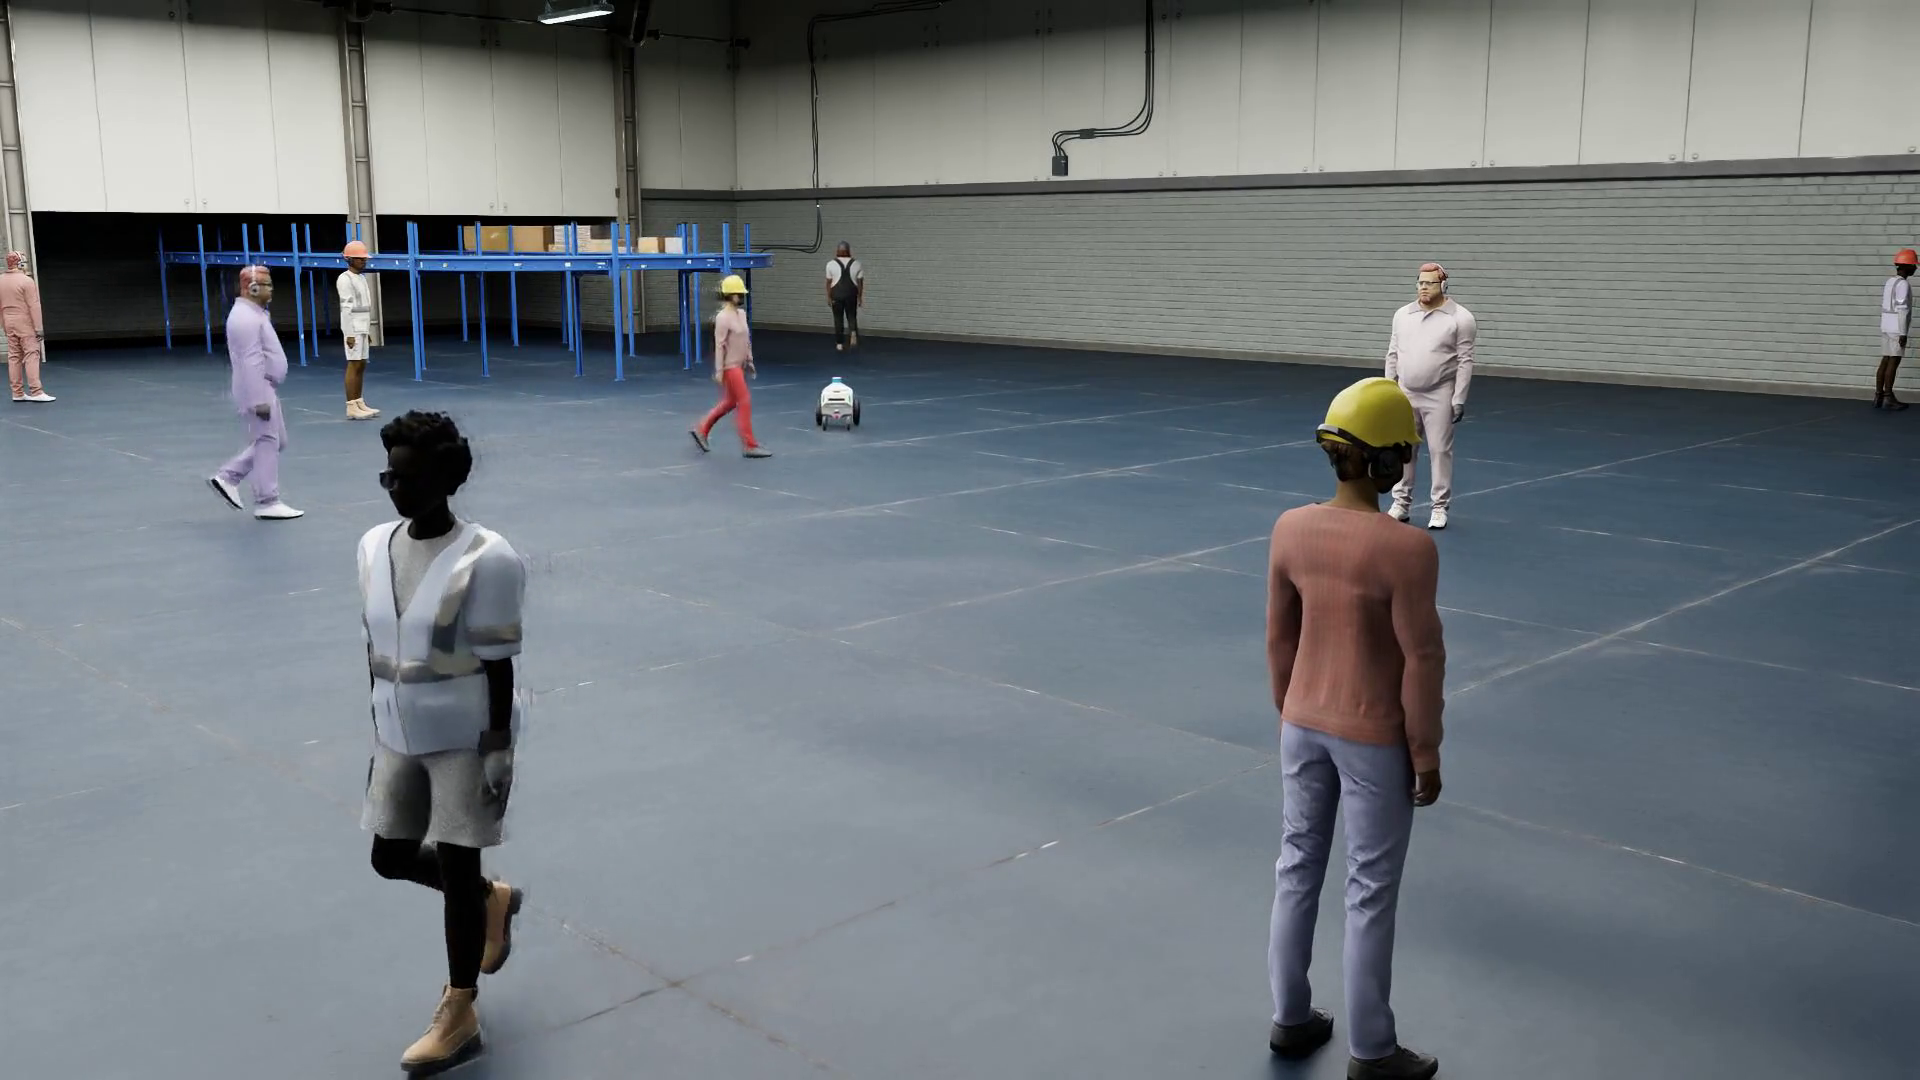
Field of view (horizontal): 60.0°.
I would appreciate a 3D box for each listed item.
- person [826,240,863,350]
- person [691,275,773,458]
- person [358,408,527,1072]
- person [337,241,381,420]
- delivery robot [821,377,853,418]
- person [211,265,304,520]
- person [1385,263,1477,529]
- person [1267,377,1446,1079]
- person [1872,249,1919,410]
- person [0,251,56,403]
[{"bbox_3d":[-2.156,-4.534,30.866,0.688,2.000,0.627,-2,11,-13],"label":"person"},{"bbox_3d":[-2.225,-1.675,15.991,0.827,1.737,0.523,2,11,13],"label":"person"},{"bbox_3d":[-1.319,0.490,4.331,0.538,1.683,0.518,5,11,24],"label":"person"},{"bbox_3d":[-6.963,-2.434,19.293,0.394,2.042,0.611,0,10,0],"label":"person"},{"bbox_3d":[-1.364,-1.565,18.479,0.477,0.478,0.707,-1,10,-3],"label":"delivery robot"},{"bbox_3d":[-5.282,-1.093,12.404,0.537,1.893,0.655,-4,11,-19],"label":"person"},{"bbox_3d":[3.379,-1.044,12.086,0.643,1.909,0.410,8,13,36],"label":"person"},{"bbox_3d":[0.989,0.480,4.165,0.311,1.768,0.522,-8,13,-37],"label":"person"},{"bbox_3d":[11.497,-2.579,20.372,0.370,1.935,0.552,2,11,10],"label":"person"},{"bbox_3d":[-11.914,-2.708,21.163,0.642,1.909,0.410,3,11,18],"label":"person"}]
